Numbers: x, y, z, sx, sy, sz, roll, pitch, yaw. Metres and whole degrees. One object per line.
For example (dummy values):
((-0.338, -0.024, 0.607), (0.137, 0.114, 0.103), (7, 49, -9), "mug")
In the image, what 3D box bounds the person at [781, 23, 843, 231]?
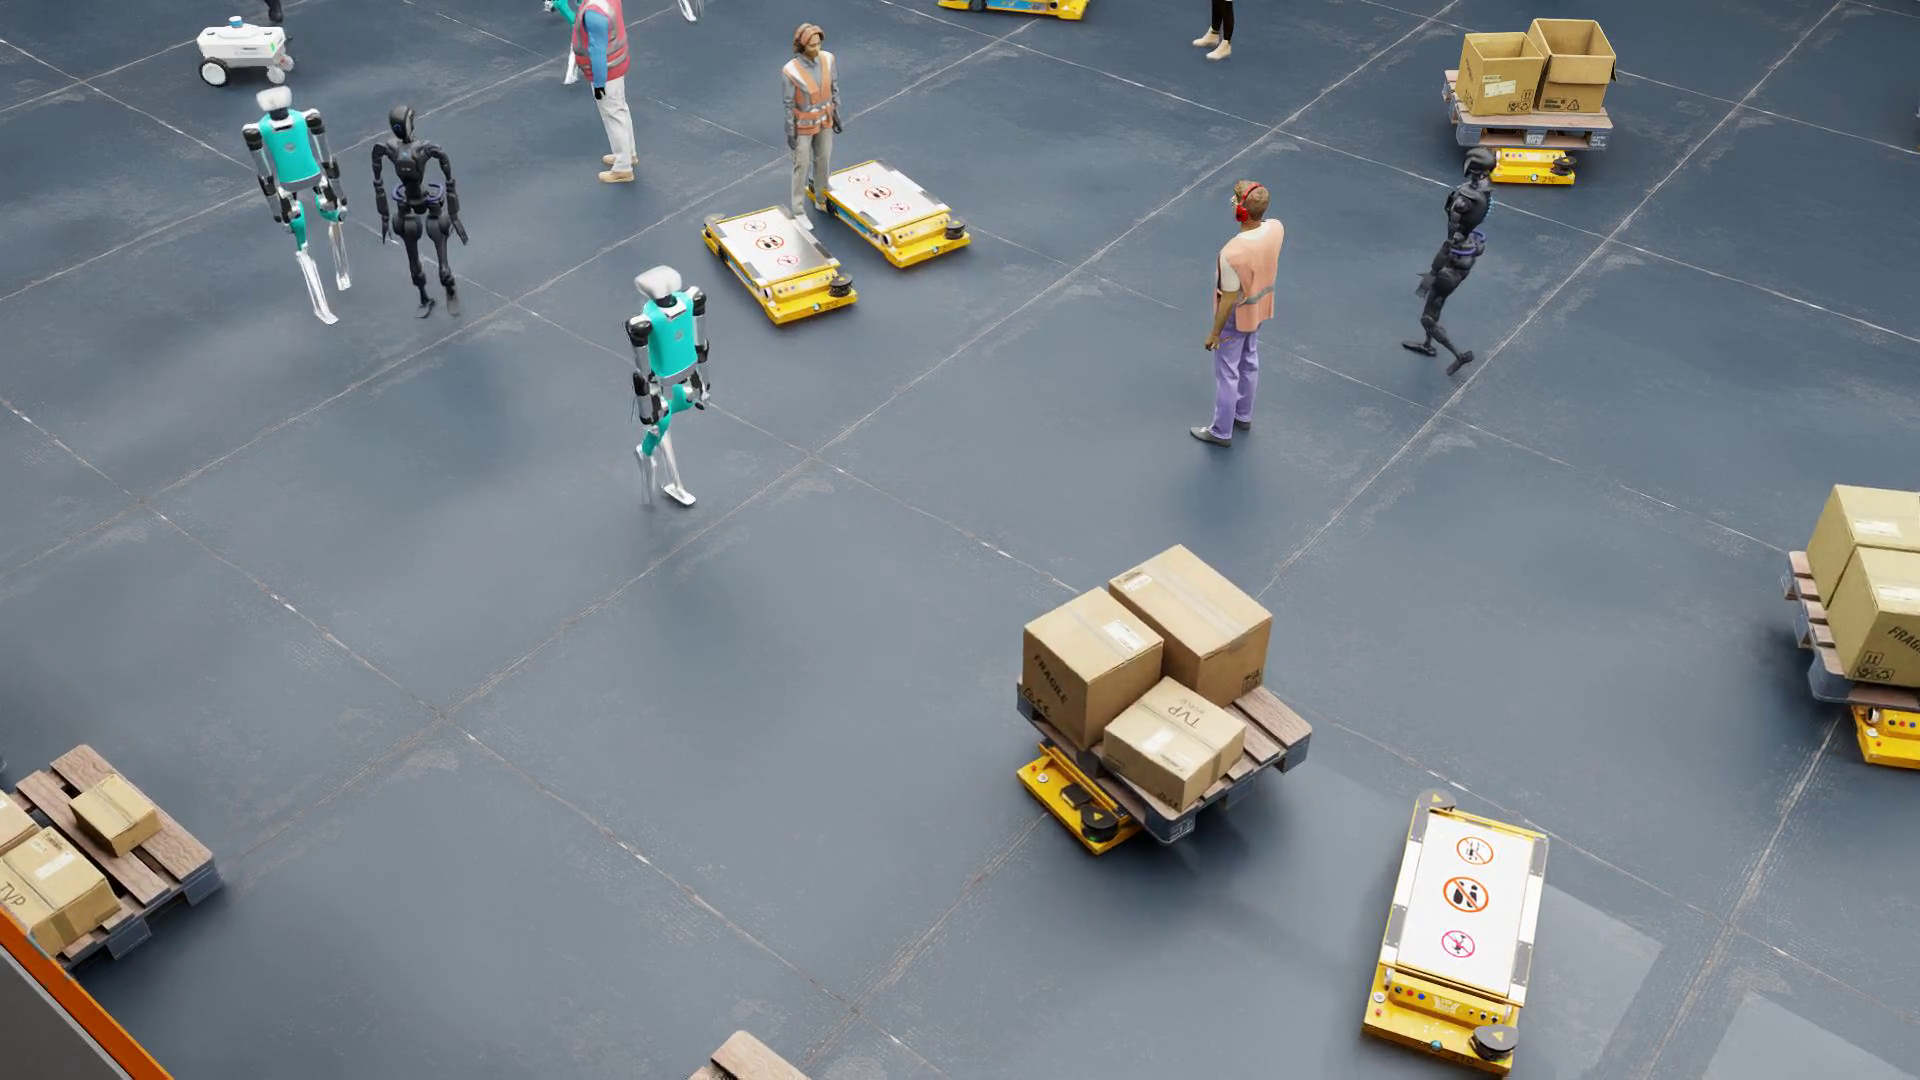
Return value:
((-1.135, -3.171, 12.754), (0.515, 1.632, 0.313), (-31, 49, -32), "person")

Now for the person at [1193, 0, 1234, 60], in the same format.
((2.383, -5.232, 15.128), (0.317, 1.695, 0.539), (-10, 41, -12), "person")

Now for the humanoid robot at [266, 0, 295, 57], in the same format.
((-6.322, -5.224, 15.141), (0.585, 1.633, 0.543), (18, 44, 20), "humanoid robot")

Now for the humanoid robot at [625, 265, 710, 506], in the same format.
((-1.839, -0.872, 10.052), (0.714, 1.895, 0.536), (31, 49, 31), "humanoid robot")

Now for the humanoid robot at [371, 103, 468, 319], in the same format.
((-3.782, -2.288, 11.678), (0.601, 1.643, 0.397), (-2, 40, -2), "humanoid robot")

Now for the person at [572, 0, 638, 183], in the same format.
((-2.854, -3.769, 13.309), (0.431, 1.837, 0.630), (-2, 40, -2), "person")

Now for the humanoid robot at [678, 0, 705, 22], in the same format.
((-2.635, -5.716, 15.757), (0.540, 1.905, 0.698), (-18, 44, -20), "humanoid robot")

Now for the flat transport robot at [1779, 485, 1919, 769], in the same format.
((5.242, 0.705, 9.249), (0.659, 0.231, 1.431), (7, 41, 8), "flat transport robot")

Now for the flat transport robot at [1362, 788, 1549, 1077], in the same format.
((2.389, 1.824, 7.932), (0.659, 0.231, 1.431), (14, 42, 16), "flat transport robot")

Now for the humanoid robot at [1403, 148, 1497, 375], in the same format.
((3.365, -1.880, 11.203), (0.558, 1.642, 0.601), (24, 46, 26), "humanoid robot")

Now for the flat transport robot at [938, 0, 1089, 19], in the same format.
((0.548, -5.422, 16.456), (1.431, 0.231, 0.659), (9, 41, 10), "flat transport robot")

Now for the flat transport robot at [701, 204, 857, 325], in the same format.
((-1.387, -2.118, 12.569), (0.659, 0.231, 1.431), (-20, 44, -22), "flat transport robot")

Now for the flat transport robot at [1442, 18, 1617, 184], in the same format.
((4.757, -3.443, 14.128), (0.659, 0.231, 1.431), (3, 40, 3), "flat transport robot")

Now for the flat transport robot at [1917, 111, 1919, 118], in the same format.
((8.903, -3.511, 14.208), (0.659, 0.231, 1.431), (28, 48, 29), "flat transport robot")

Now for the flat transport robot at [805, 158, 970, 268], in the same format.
((-0.594, -2.617, 13.156), (0.659, 0.231, 1.431), (-24, 46, -26), "flat transport robot")

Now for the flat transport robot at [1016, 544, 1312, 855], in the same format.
((1.060, 1.086, 8.801), (1.431, 0.231, 0.659), (-26, 47, -27), "flat transport robot")

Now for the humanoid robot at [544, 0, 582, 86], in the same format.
((-3.445, -4.945, 14.788), (0.558, 1.742, 1.047), (6, 41, 7), "humanoid robot")

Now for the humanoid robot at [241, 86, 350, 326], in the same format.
((-4.695, -2.471, 11.878), (0.562, 1.789, 0.873), (-18, 43, -20), "humanoid robot")

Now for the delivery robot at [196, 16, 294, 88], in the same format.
((-6.500, -4.450, 15.079), (0.769, 0.577, 0.499), (0, 40, 0), "delivery robot")

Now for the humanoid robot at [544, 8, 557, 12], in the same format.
((-3.826, -5.767, 15.716), (0.931, 1.744, 0.557), (-21, 44, -22), "humanoid robot")

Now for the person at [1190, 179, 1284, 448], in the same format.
((1.776, -1.411, 10.520), (0.378, 1.844, 0.568), (30, 49, 30), "person")
